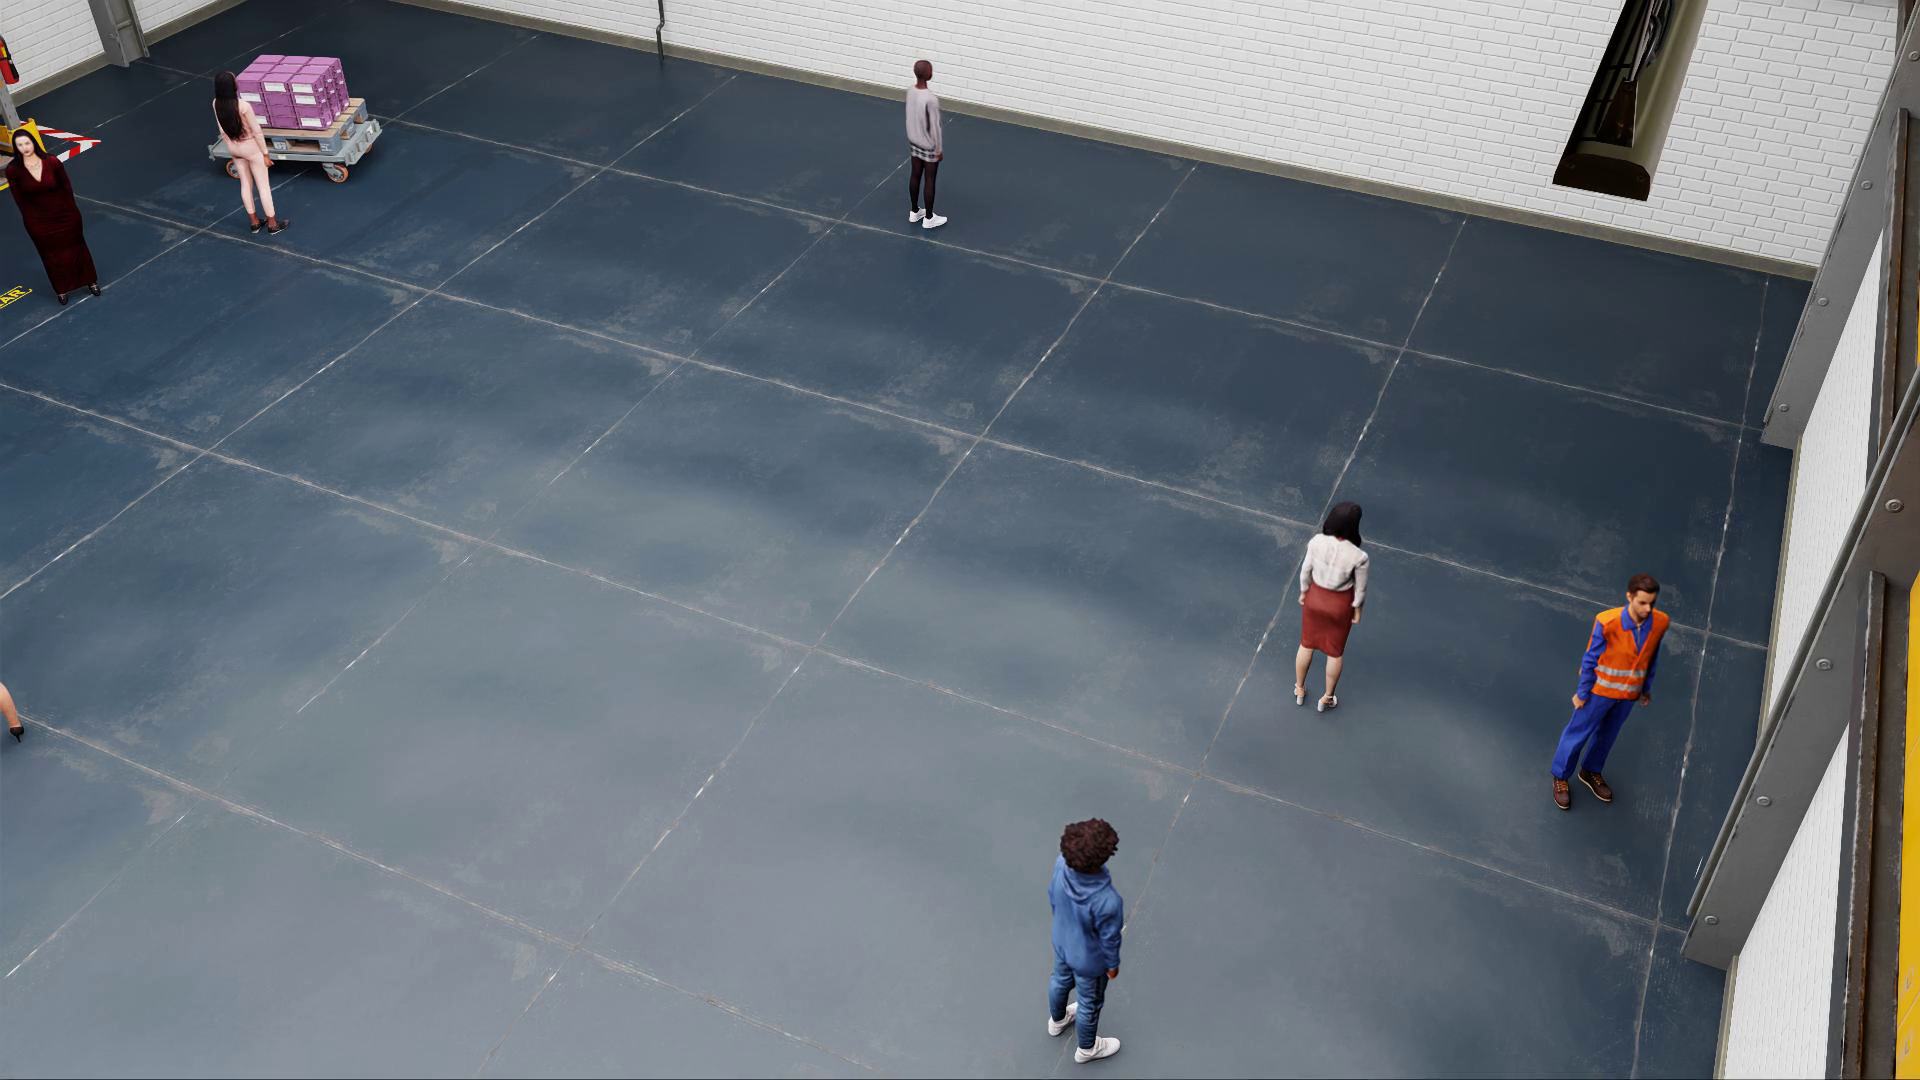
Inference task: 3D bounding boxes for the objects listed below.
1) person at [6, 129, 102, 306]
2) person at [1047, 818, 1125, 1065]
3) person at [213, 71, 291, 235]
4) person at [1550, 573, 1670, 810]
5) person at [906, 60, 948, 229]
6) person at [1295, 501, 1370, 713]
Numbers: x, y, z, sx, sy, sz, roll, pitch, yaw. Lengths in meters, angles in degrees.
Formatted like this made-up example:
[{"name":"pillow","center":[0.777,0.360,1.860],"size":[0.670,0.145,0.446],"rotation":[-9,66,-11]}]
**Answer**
[{"name":"person","center":[-8.647,-3.090,15.820],"size":[0.729,1.757,0.826],"rotation":[-21,43,-24]},{"name":"person","center":[0.681,2.198,9.157],"size":[0.746,1.810,0.762],"rotation":[-25,45,-28]},{"name":"person","center":[-7.254,-3.938,16.911],"size":[0.649,1.721,0.566],"rotation":[11,40,14]},{"name":"person","center":[4.179,0.950,10.676],"size":[0.784,1.864,0.809],"rotation":[-7,39,-8]},{"name":"person","center":[-0.378,-4.067,17.033],"size":[0.654,1.771,0.686],"rotation":[-30,48,-32]},{"name":"person","center":[2.525,0.458,11.383],"size":[0.616,1.749,0.527],"rotation":[19,43,23]}]
